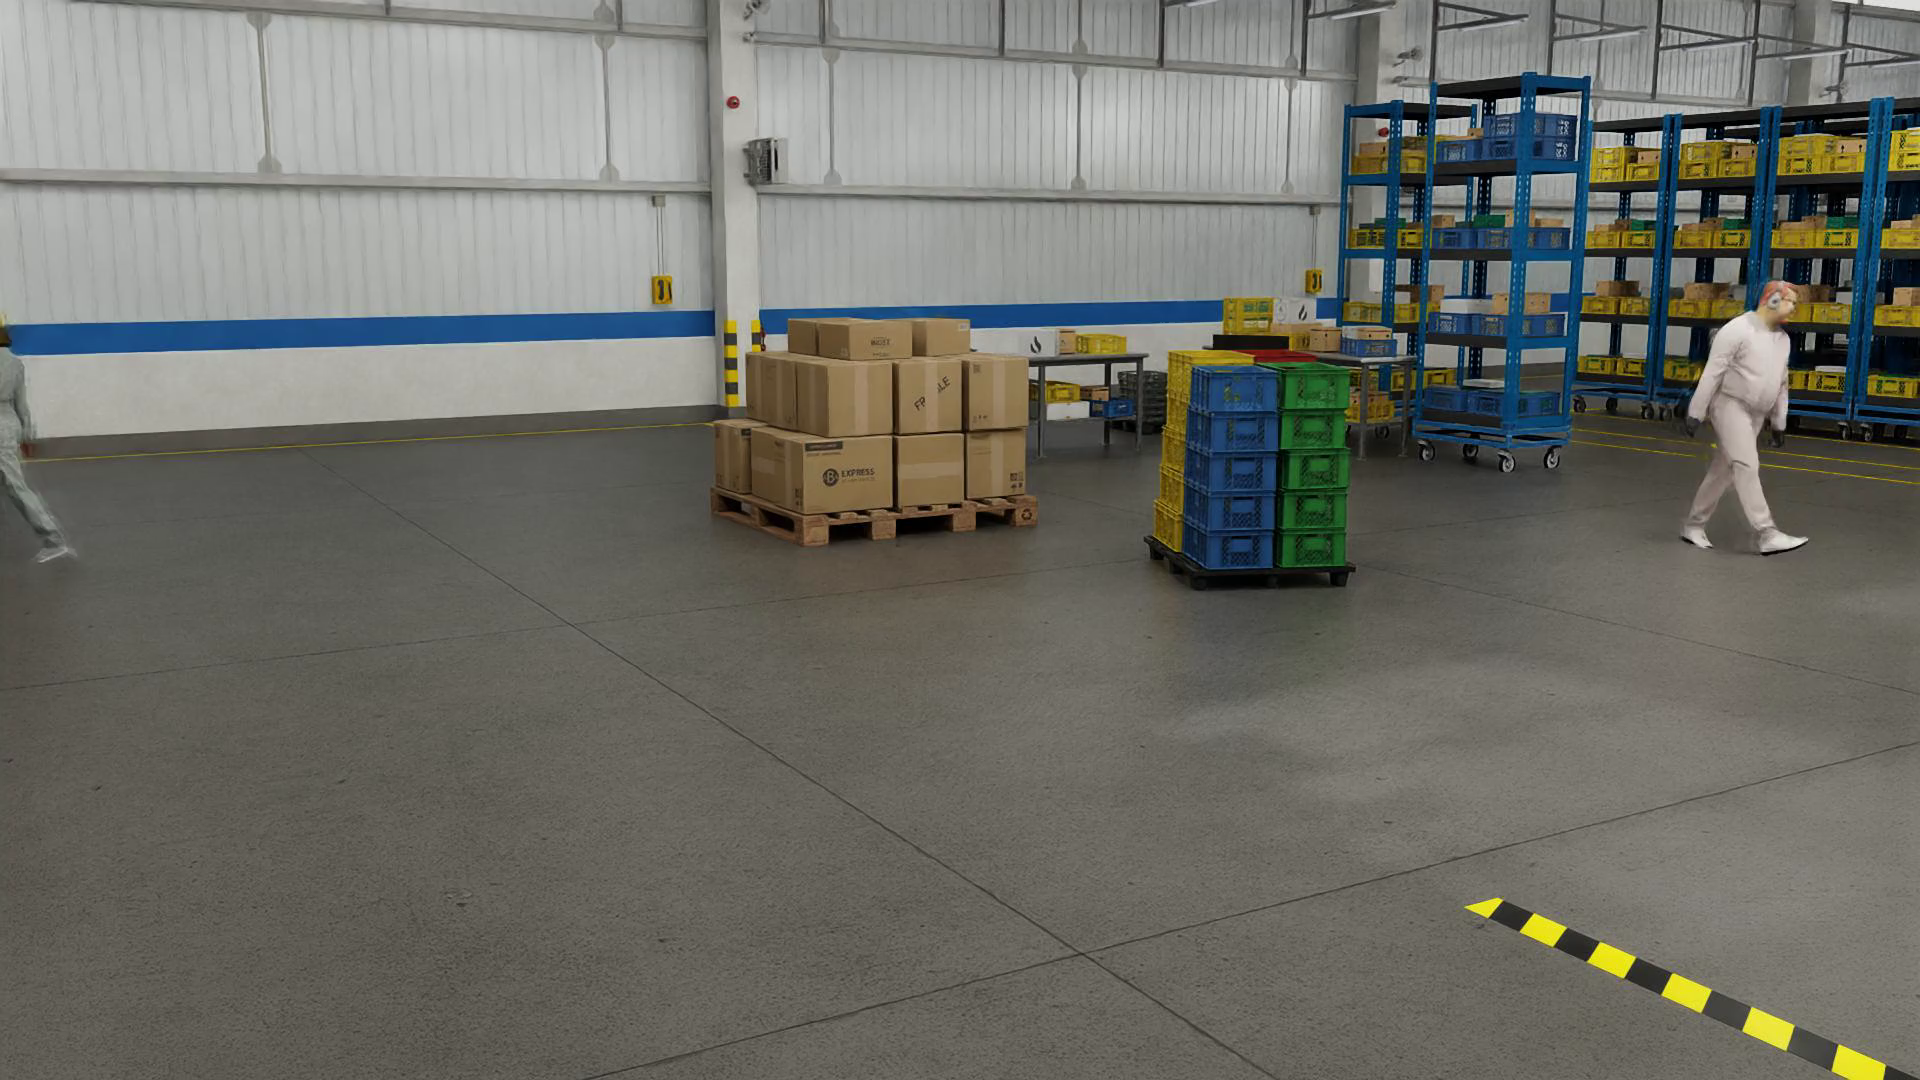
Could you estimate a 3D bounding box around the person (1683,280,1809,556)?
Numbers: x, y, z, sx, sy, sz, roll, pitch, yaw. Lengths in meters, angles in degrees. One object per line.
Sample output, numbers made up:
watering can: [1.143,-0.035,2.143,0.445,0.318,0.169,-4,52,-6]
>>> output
person: [5.344,-0.814,11.232,0.716,1.841,0.959,-7,12,-33]

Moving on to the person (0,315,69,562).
person: [-6.313,-0.692,10.936,0.889,1.701,0.500,1,10,3]
